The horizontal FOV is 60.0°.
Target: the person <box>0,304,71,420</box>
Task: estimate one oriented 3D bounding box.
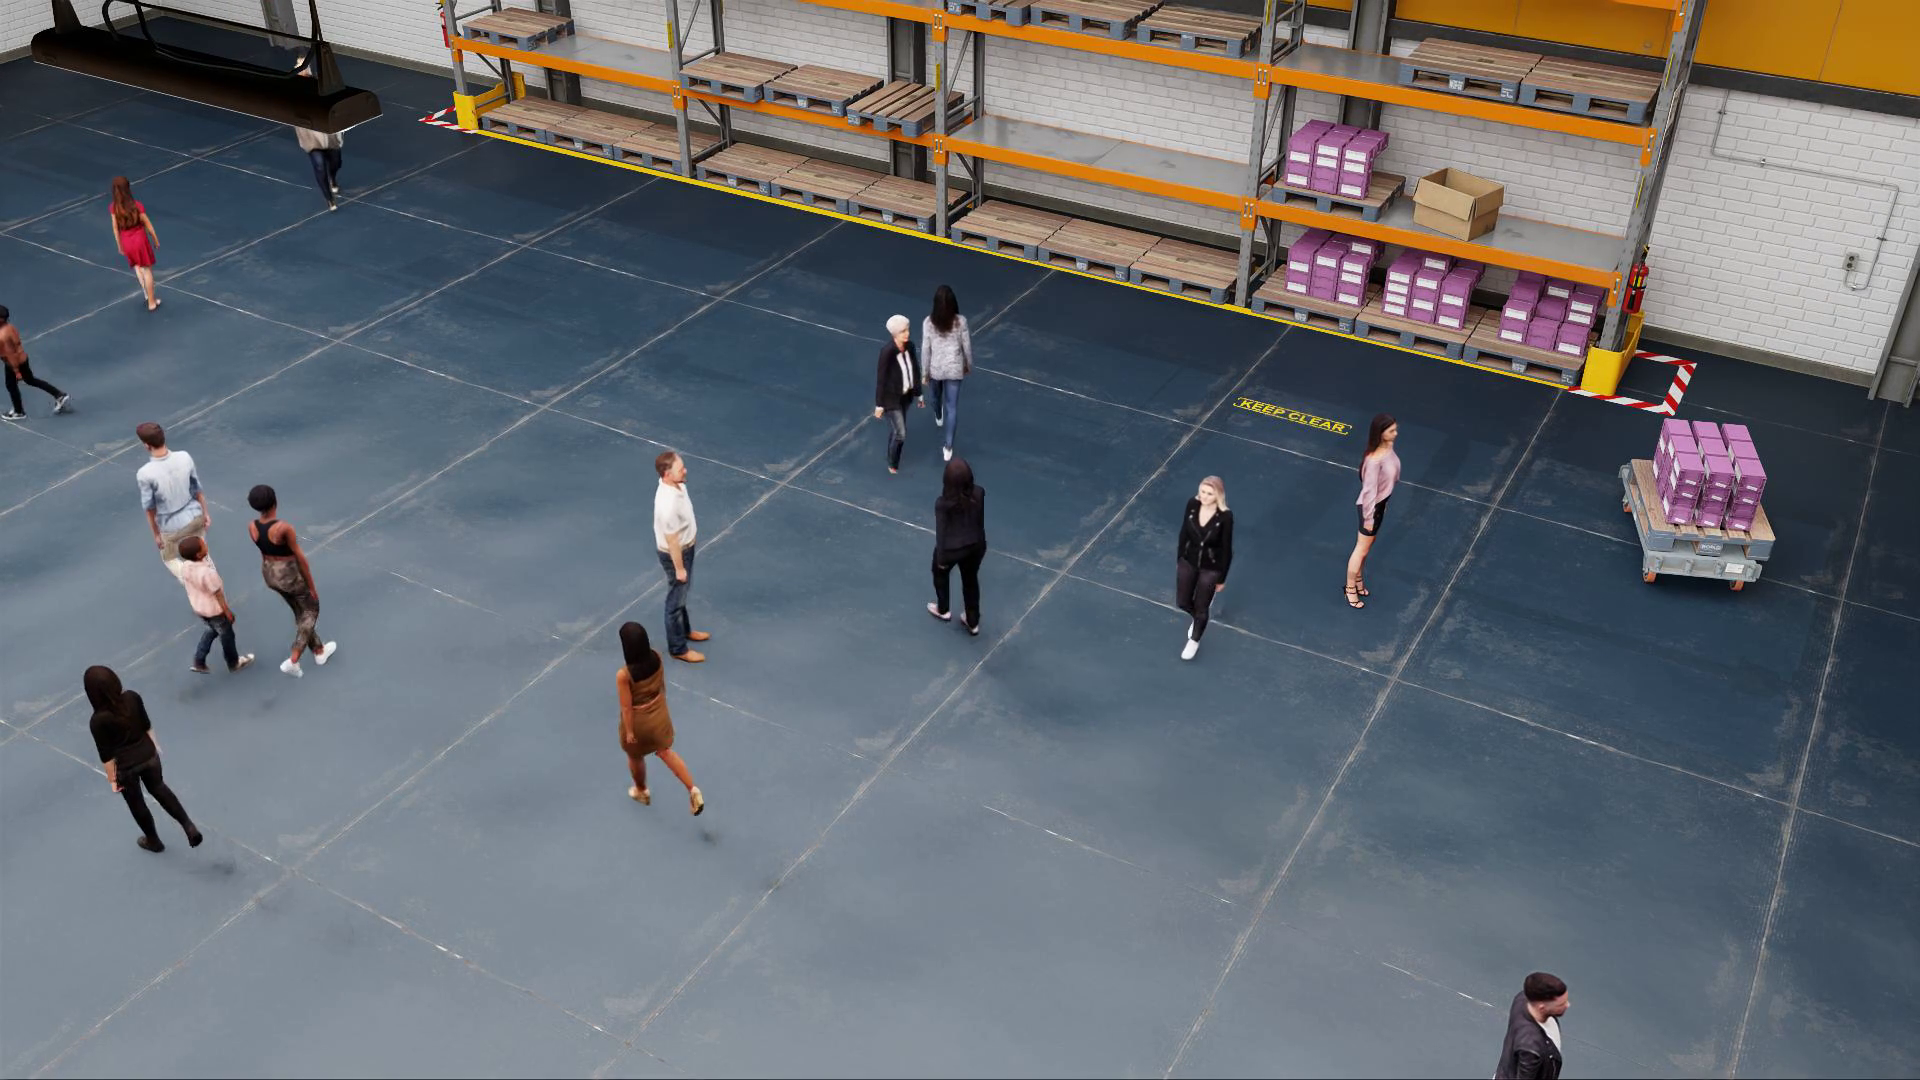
[{"bbox_3d":[-9.385,-1.788,16.672,0.939,1.233,0.862,-7,34,-10],"label":"person"}]

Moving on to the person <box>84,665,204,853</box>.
[{"bbox_3d":[-5.564,1.530,11.318,0.822,1.633,0.569,17,37,24],"label":"person"}]

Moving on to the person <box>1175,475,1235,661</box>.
[{"bbox_3d":[1.978,0.176,13.315,0.594,1.679,0.680,19,38,26],"label":"person"}]

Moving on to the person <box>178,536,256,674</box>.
[{"bbox_3d":[-5.948,0.552,13.091,0.637,1.300,0.570,19,38,26],"label":"person"}]

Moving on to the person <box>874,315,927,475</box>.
[{"bbox_3d":[-0.686,-1.338,15.838,0.729,1.766,0.819,26,42,33],"label":"person"}]

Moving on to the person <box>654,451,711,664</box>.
[{"bbox_3d":[-2.280,0.102,13.267,0.744,1.855,0.747,1,34,2],"label":"person"}]

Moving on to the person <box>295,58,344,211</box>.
[{"bbox_3d":[-8.203,-5.225,21.268,0.997,1.870,1.204,-19,38,-26],"label":"person"}]

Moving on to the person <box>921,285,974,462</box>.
[{"bbox_3d":[-0.135,-1.570,15.942,1.191,1.679,1.090,0,34,0],"label":"person"}]

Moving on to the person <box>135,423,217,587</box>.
[{"bbox_3d":[-6.332,-0.103,13.594,0.771,1.835,0.714,25,41,33],"label":"person"}]

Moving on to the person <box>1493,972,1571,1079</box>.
[{"bbox_3d":[2.998,2.978,8.956,0.664,1.837,0.718,7,34,10],"label":"person"}]

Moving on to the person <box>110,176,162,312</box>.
[{"bbox_3d":[-9.272,-3.303,18.677,0.721,1.537,0.778,-5,34,-7],"label":"person"}]

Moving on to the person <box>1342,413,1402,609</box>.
[{"bbox_3d":[3.422,-0.254,13.843,0.517,1.811,0.623,17,37,23],"label":"person"}]

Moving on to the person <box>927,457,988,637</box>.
[{"bbox_3d":[0.047,0.097,13.505,0.823,1.599,0.892,-20,39,-28],"label":"person"}]

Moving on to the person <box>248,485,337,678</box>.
[{"bbox_3d":[-5.308,0.379,13.018,0.899,1.669,0.807,10,35,15],"label":"person"}]

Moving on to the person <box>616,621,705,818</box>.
[{"bbox_3d":[-2.138,1.306,11.625,1.007,1.668,0.647,22,40,30],"label":"person"}]
